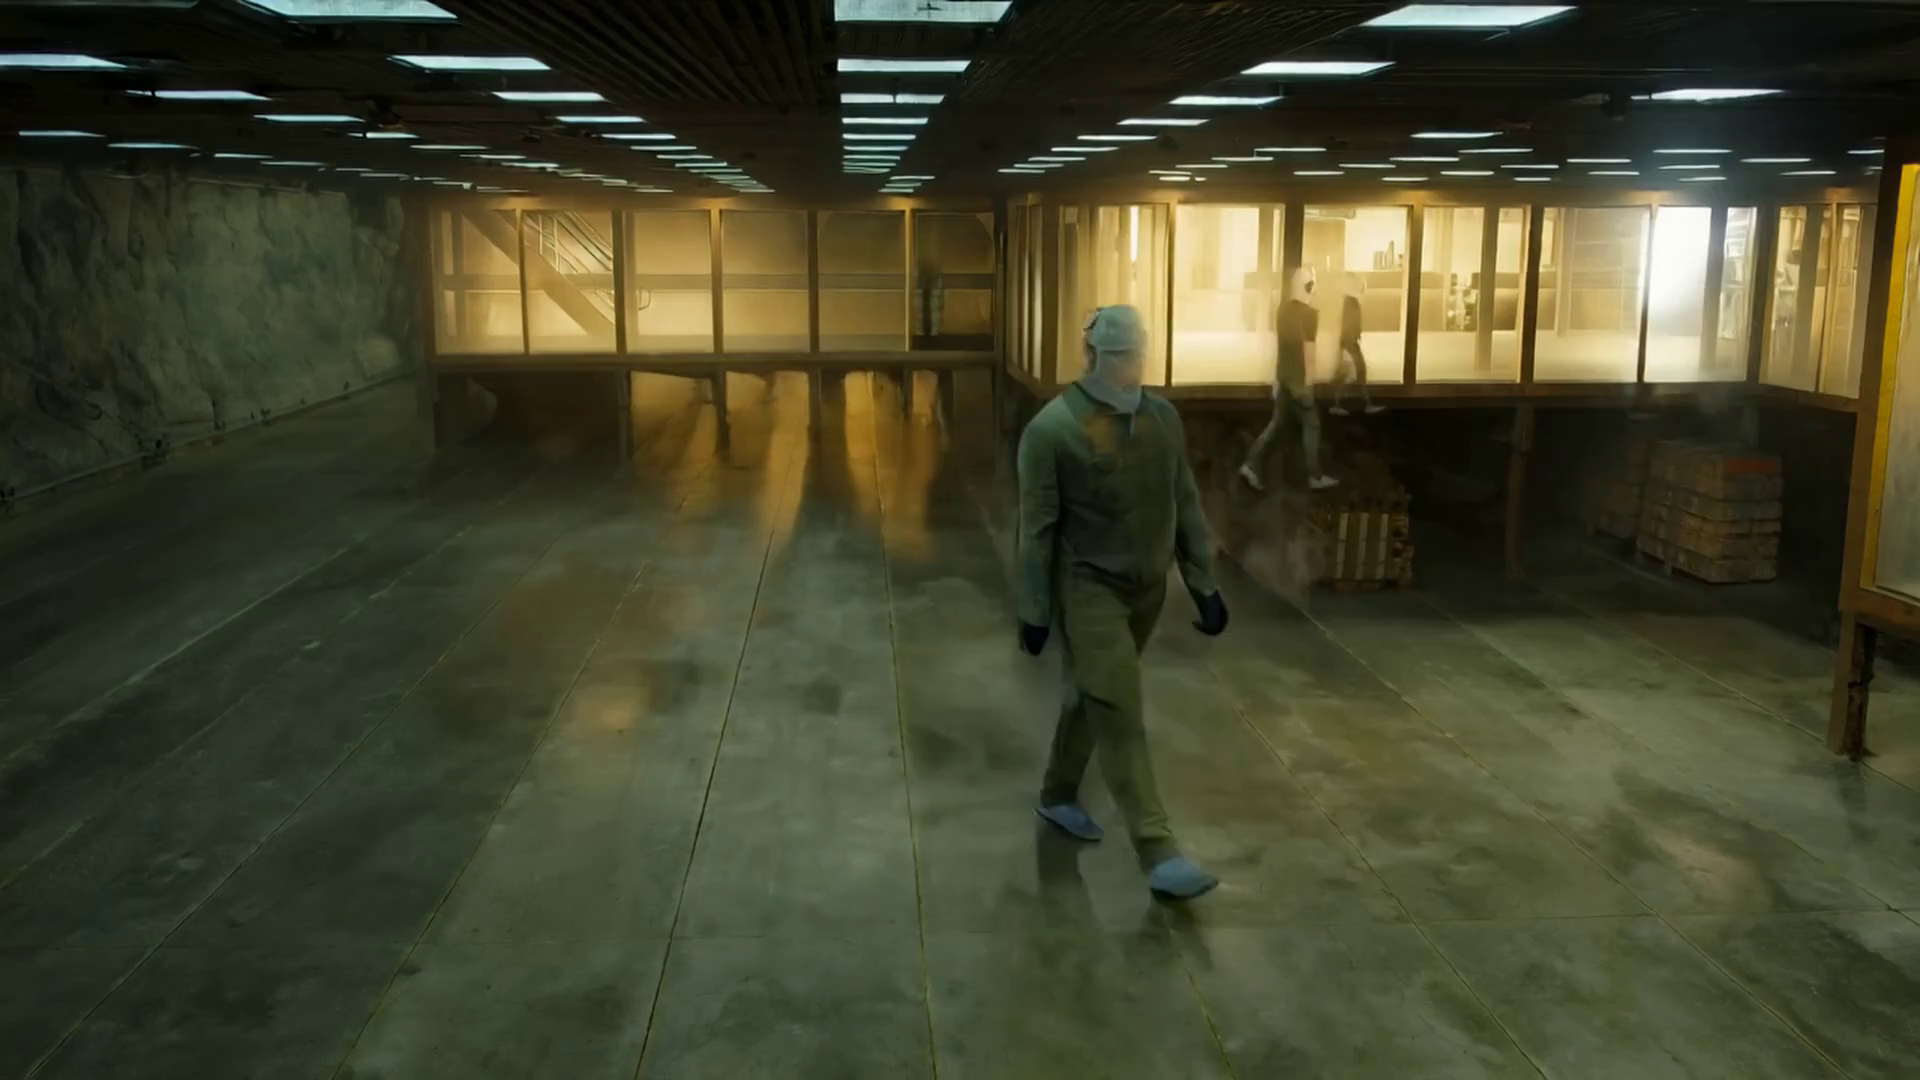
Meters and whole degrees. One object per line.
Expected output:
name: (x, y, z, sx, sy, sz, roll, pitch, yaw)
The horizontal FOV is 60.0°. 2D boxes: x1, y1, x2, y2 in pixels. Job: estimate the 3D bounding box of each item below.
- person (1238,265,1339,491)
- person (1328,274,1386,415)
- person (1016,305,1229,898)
person: (2.668, -1.298, 13.432, 0.972, 1.831, 0.531, -7, 12, -32)
person: (4.553, -2.210, 18.888, 0.738, 1.601, 0.528, 2, 11, 11)
person: (0.530, 0.171, 5.407, 0.640, 1.855, 0.999, -9, 14, -40)
